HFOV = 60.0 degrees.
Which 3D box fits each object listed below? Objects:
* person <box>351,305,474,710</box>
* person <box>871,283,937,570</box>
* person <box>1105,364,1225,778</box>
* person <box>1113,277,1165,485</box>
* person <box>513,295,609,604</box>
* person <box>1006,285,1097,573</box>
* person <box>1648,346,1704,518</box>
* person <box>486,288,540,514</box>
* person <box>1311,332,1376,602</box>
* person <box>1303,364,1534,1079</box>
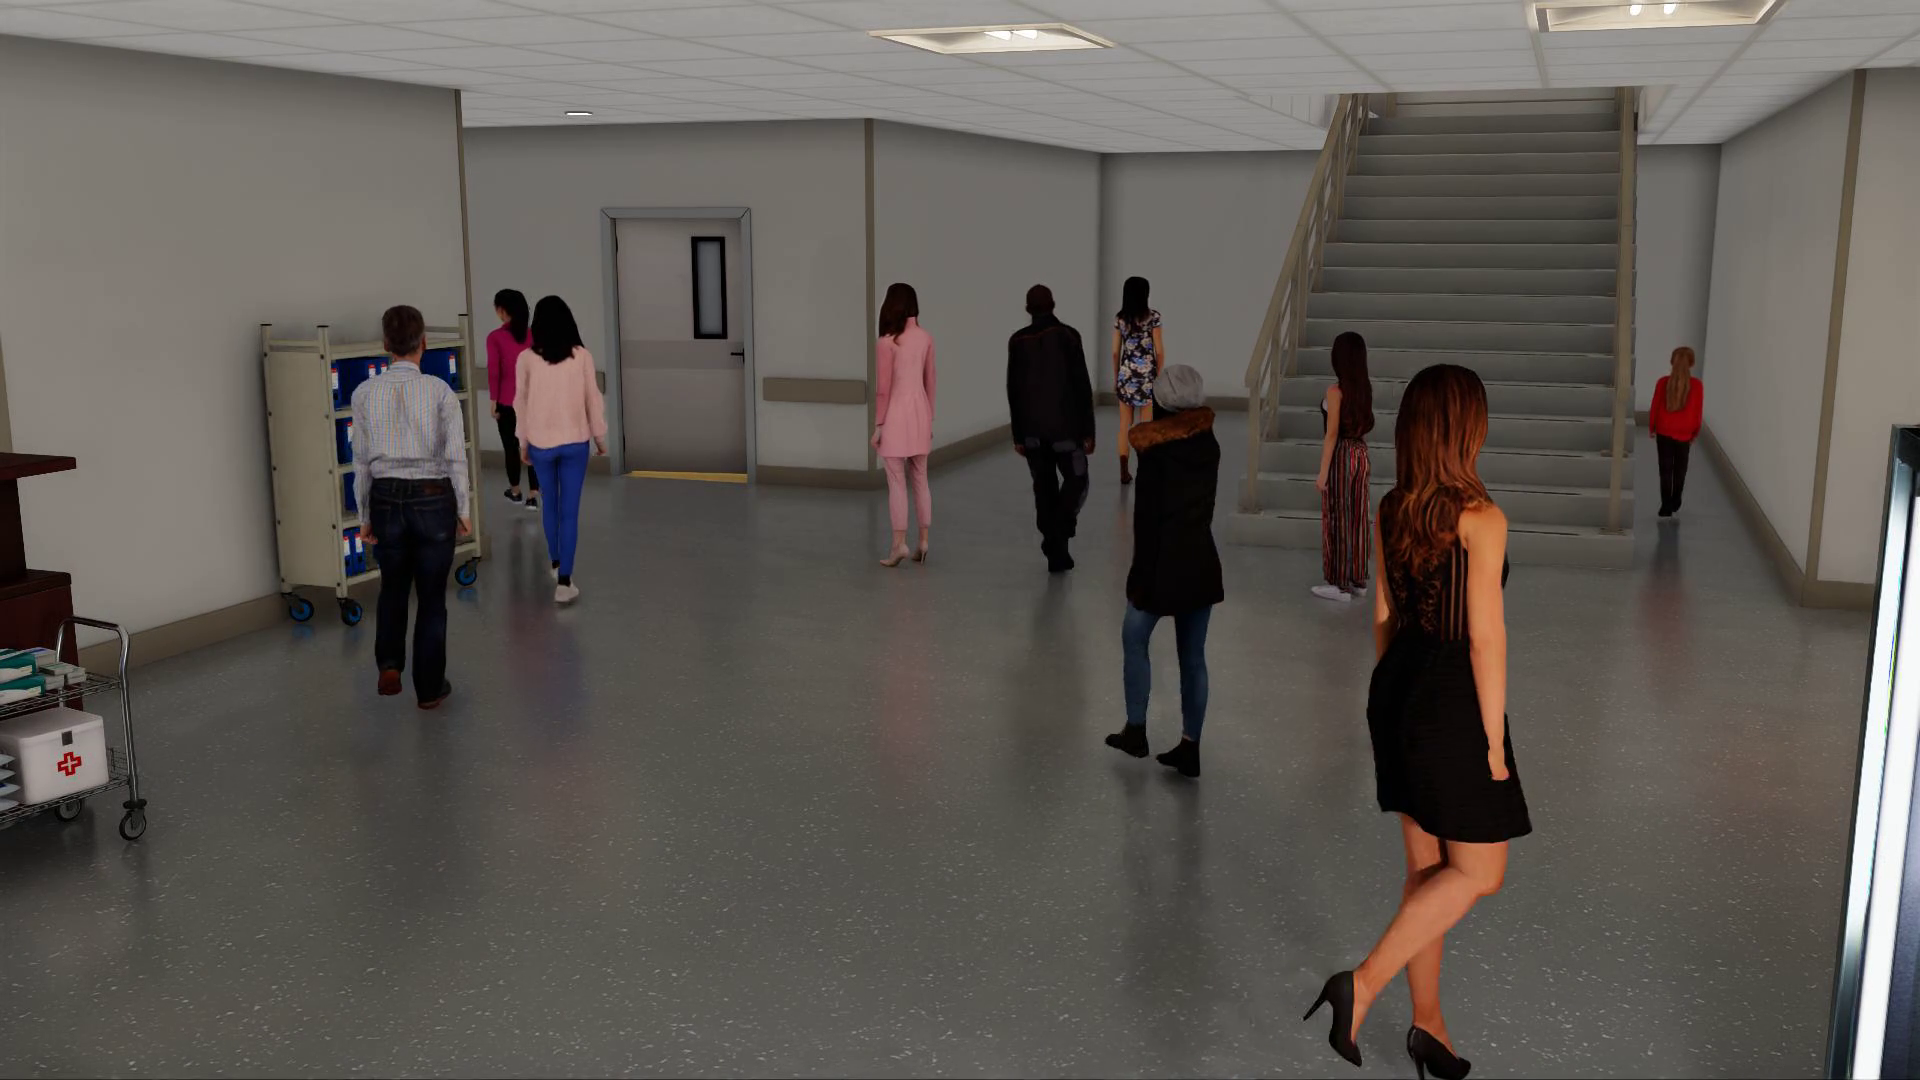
[{"bbox_3d":[-2.436,-0.117,7.347,0.784,1.806,0.862,0,11,-1],"label":"person"},{"bbox_3d":[-0.347,-0.727,10.571,0.645,1.803,0.752,-8,13,-36],"label":"person"},{"bbox_3d":[0.886,0.141,6.501,0.839,1.615,0.889,-6,12,-30],"label":"person"},{"bbox_3d":[1.488,-1.338,13.973,0.610,1.734,0.541,5,12,25],"label":"person"},{"bbox_3d":[-2.313,-0.500,9.541,0.885,1.740,1.037,0,11,-2],"label":"person"},{"bbox_3d":[0.527,-0.671,10.303,0.748,1.792,0.749,5,12,26],"label":"person"},{"bbox_3d":[5.265,-0.770,12.263,0.505,1.255,0.888,4,11,19],"label":"person"},{"bbox_3d":[-3.251,-0.989,12.349,1.110,1.655,1.117,-6,12,-29],"label":"person"},{"bbox_3d":[2.250,-0.439,9.698,0.593,1.561,0.697,-9,14,-39],"label":"person"},{"bbox_3d":[1.093,0.506,4.012,0.911,1.826,0.840,-6,12,-29],"label":"person"}]
